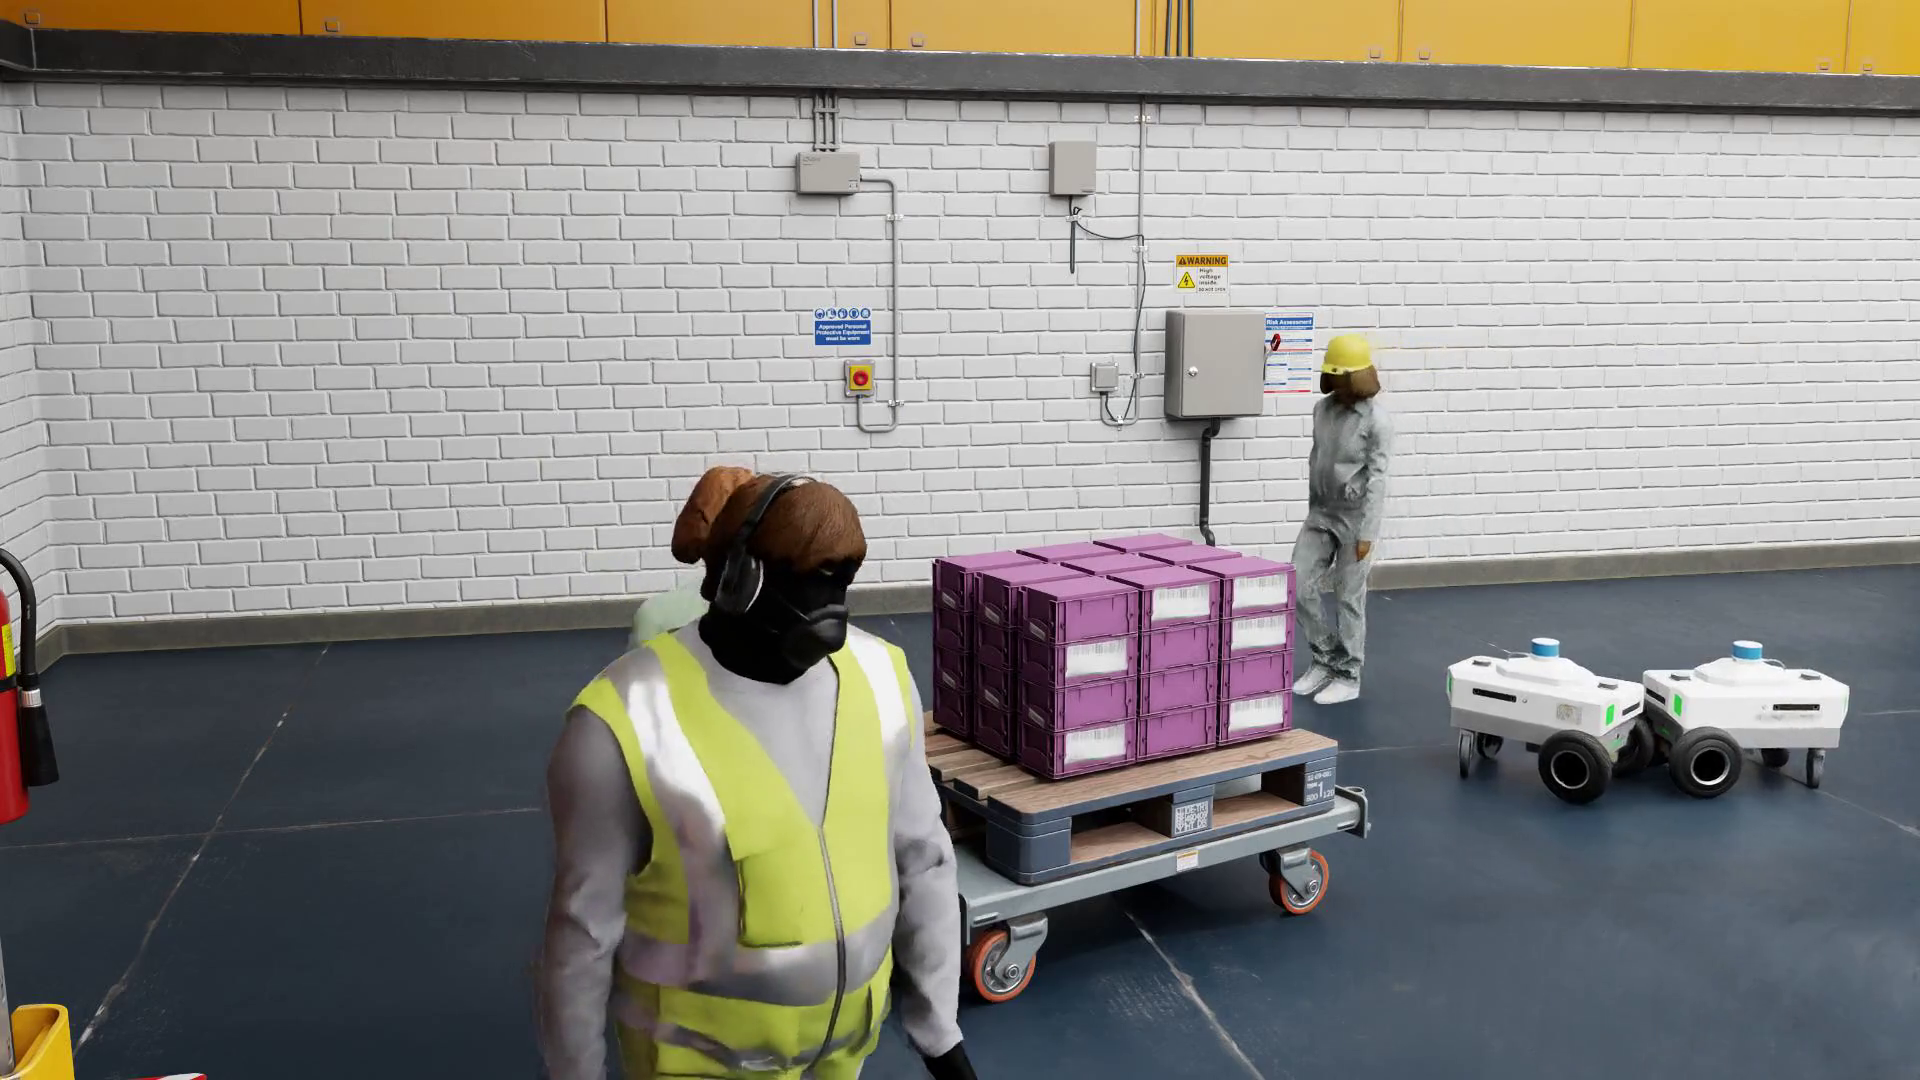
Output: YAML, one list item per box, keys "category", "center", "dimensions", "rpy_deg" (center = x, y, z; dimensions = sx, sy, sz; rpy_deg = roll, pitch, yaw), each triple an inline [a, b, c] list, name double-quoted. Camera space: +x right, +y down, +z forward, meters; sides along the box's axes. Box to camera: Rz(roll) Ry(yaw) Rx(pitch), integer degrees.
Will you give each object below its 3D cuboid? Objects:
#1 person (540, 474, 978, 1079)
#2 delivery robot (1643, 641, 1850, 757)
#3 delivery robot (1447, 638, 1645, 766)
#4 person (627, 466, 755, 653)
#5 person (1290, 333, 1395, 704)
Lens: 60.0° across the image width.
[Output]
- category: "person"
  center: [-0.319, 0.780, 2.629]
  dimensions: [0.630, 1.789, 0.929]
  rpy_deg: [-9, 14, -41]
- category: "delivery robot"
  center: [3.082, 0.641, 6.537]
  dimensions: [0.707, 0.478, 0.477]
  rpy_deg: [0, 10, -1]
- category: "delivery robot"
  center: [2.304, 0.632, 6.585]
  dimensions: [0.707, 0.478, 0.477]
  rpy_deg: [9, 14, 42]
- category: "person"
  center: [-0.604, 0.620, 4.023]
  dimensions: [0.617, 1.578, 0.822]
  rpy_deg: [-7, 13, -35]
- category: "person"
  center: [1.733, -0.080, 7.545]
  dimensions: [0.428, 1.713, 0.508]
  rpy_deg: [-6, 12, -32]
